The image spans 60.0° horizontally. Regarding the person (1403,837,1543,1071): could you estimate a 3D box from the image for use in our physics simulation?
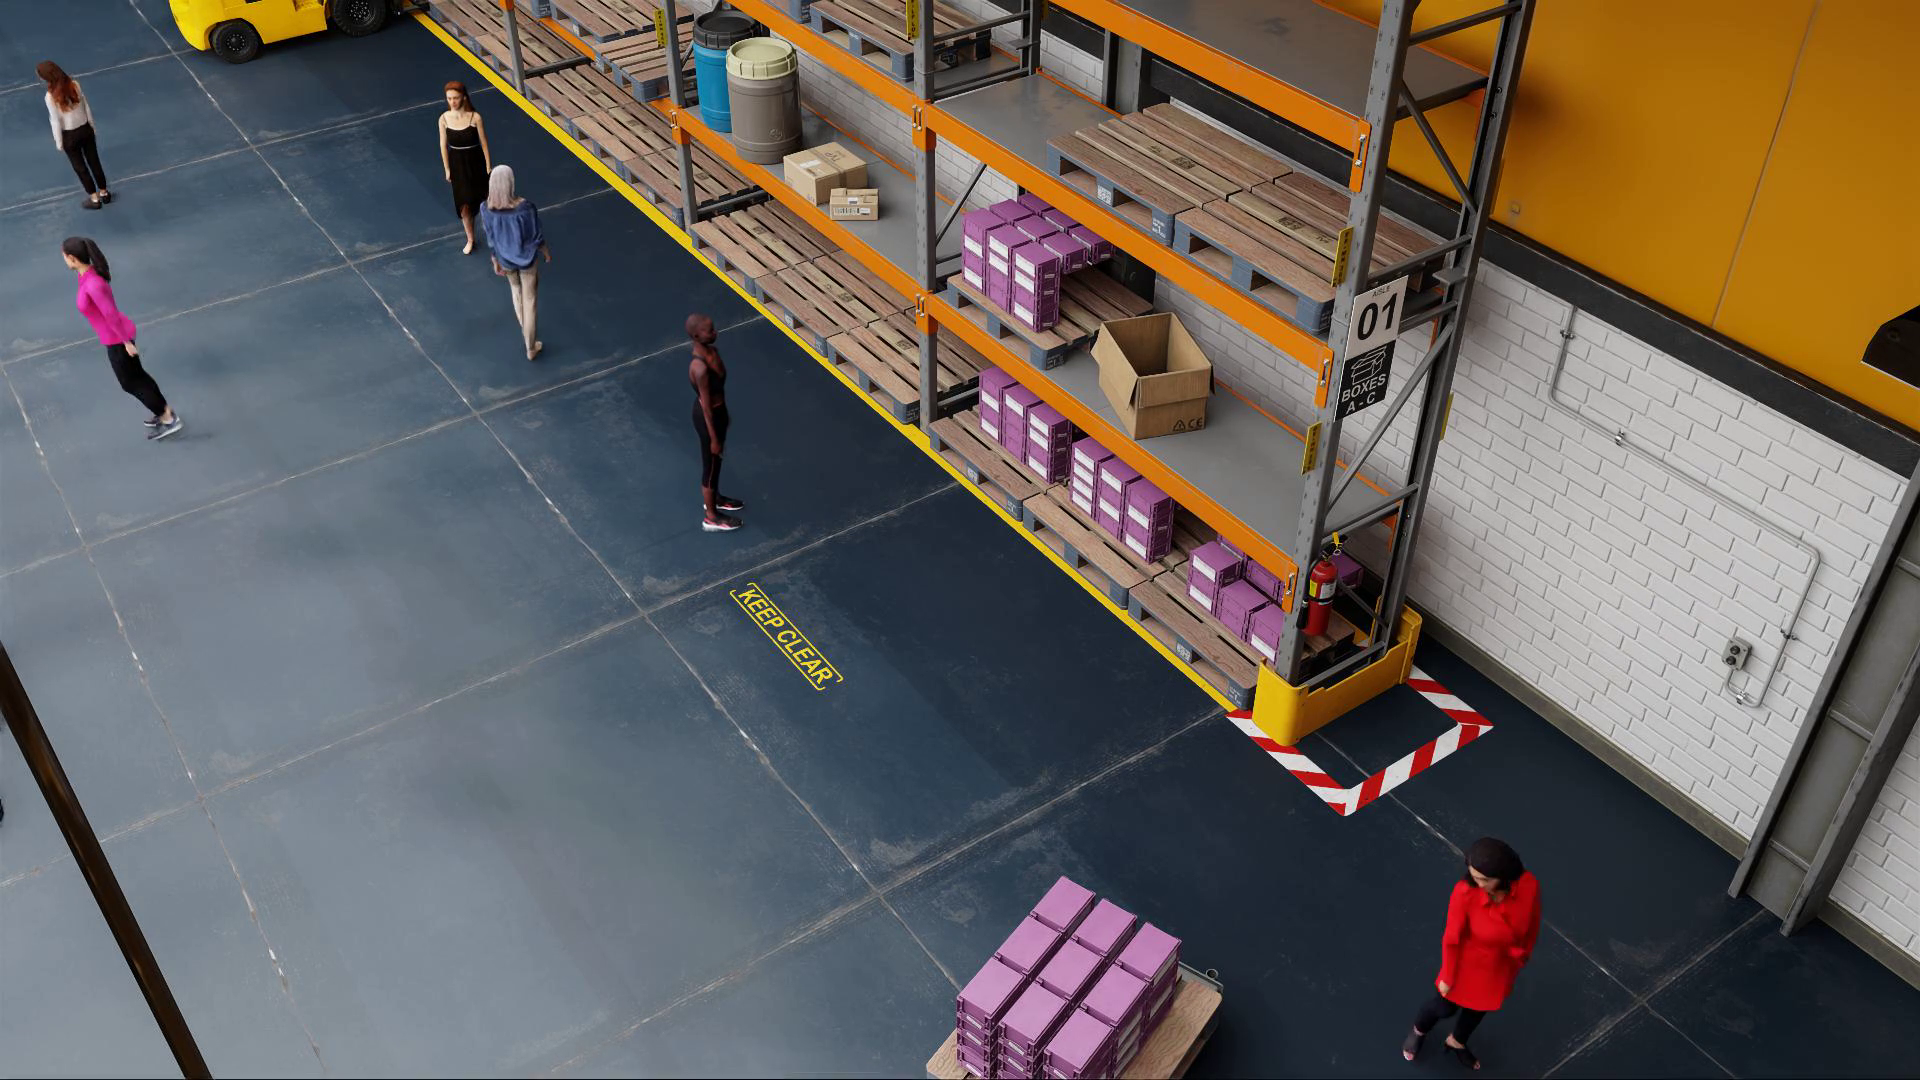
[{"bbox_3d":[2.604,2.066,8.209,0.746,1.719,0.747,-18,42,-21],"label":"person"}]

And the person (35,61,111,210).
[{"bbox_3d":[-8.418,-3.885,15.857,0.642,1.474,0.629,-31,48,-33],"label":"person"}]

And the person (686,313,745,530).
[{"bbox_3d":[-1.780,-0.854,11.835,0.726,1.756,0.644,0,39,1],"label":"person"}]

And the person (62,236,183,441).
[{"bbox_3d":[-6.391,-1.547,12.775,0.755,1.667,0.626,-27,46,-29],"label":"person"}]

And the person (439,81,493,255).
[{"bbox_3d":[-4.452,-3.390,15.117,0.669,1.624,0.694,-5,39,-6],"label":"person"}]

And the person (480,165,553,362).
[{"bbox_3d":[-3.632,-2.237,13.626,0.863,1.682,0.934,4,39,5],"label":"person"}]
